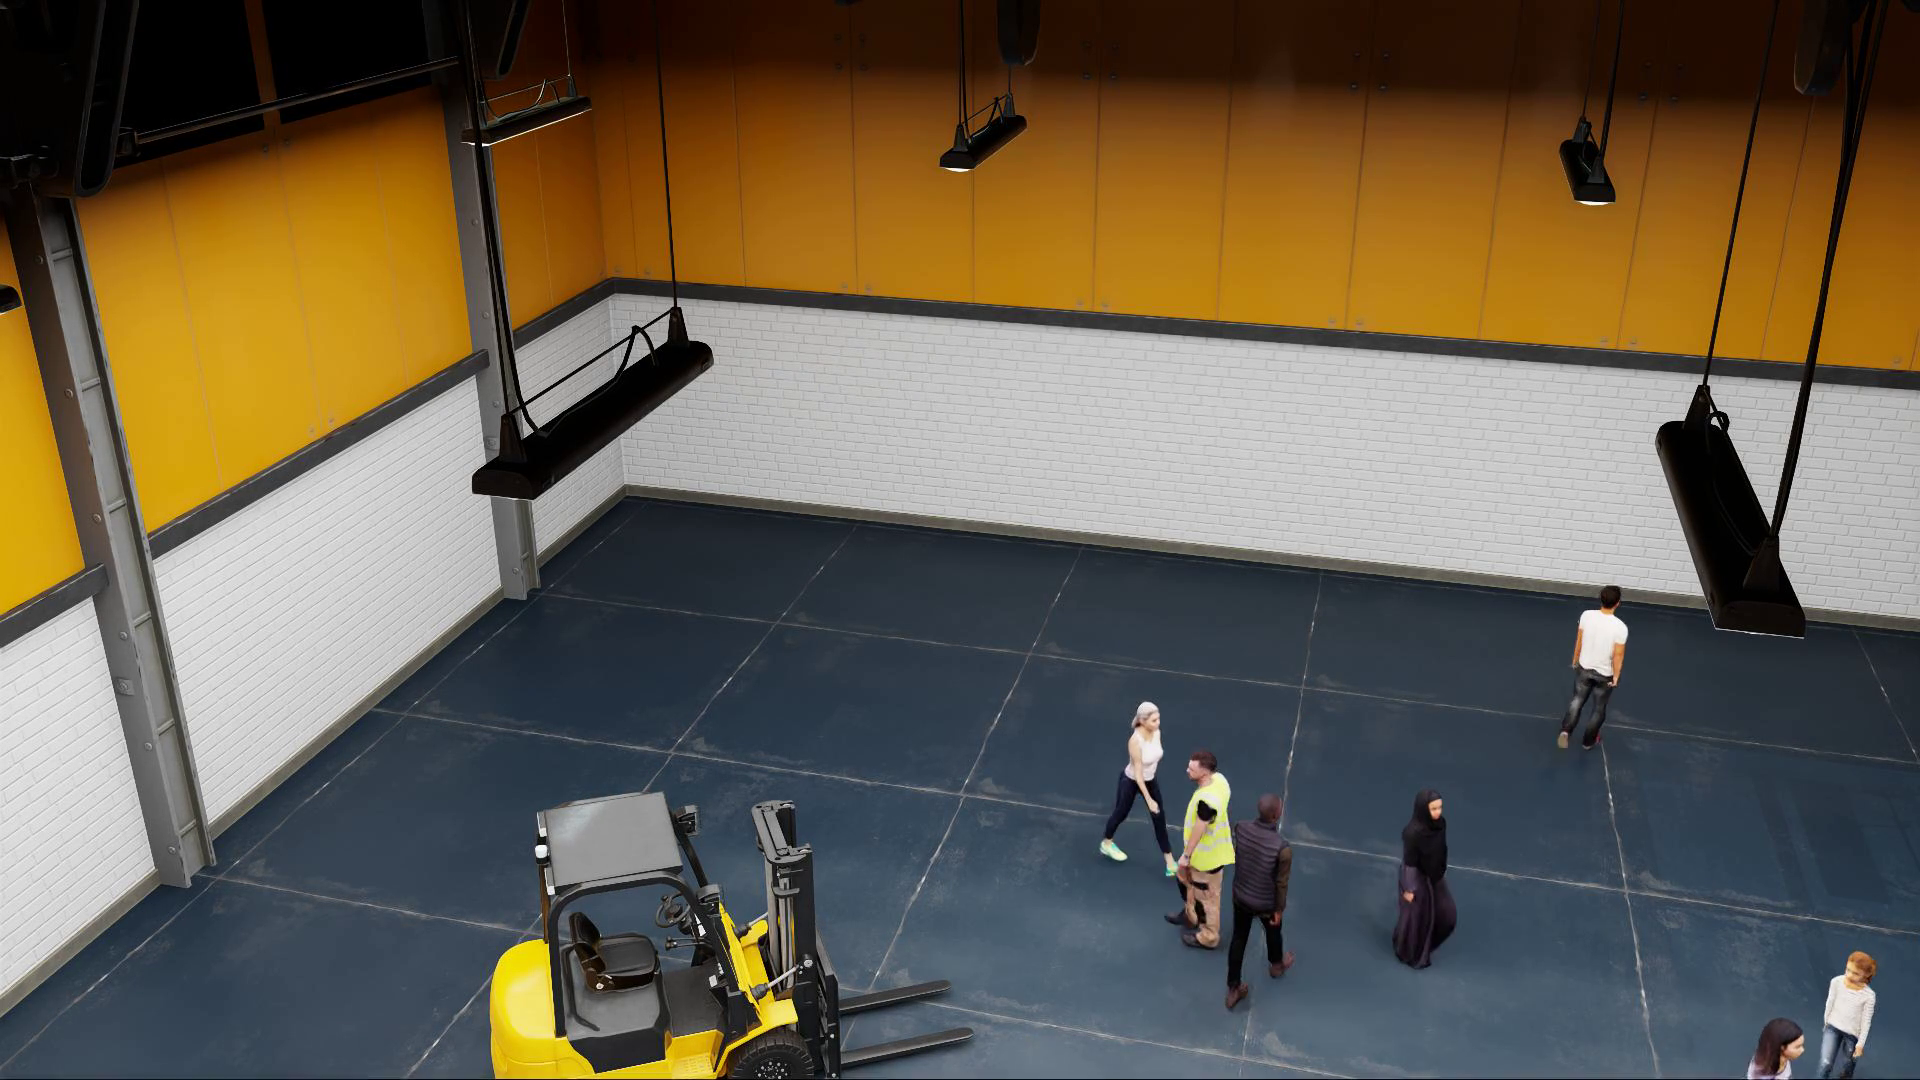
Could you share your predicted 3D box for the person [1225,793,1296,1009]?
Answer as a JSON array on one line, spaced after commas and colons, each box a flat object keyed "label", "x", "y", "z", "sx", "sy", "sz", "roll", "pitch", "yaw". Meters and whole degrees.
[{"label": "person", "x": 2.223, "y": 2.798, "z": 12.790, "sx": 0.974, "sy": 1.799, "sz": 1.159, "roll": 19, "pitch": 30, "yaw": 36}]

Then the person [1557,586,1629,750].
[{"label": "person", "x": 6.173, "y": 1.288, "z": 16.260, "sx": 0.887, "sy": 1.787, "sz": 1.031, "roll": 20, "pitch": 31, "yaw": 38}]

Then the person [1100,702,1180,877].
[{"label": "person", "x": 1.468, "y": 2.142, "z": 14.477, "sx": 1.013, "sy": 1.651, "sz": 1.157, "roll": 20, "pitch": 30, "yaw": 38}]

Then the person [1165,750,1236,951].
[{"label": "person", "x": 2.047, "y": 2.516, "z": 13.405, "sx": 0.738, "sy": 1.824, "sz": 0.724, "roll": 7, "pitch": 25, "yaw": 16}]

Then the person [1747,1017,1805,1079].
[{"label": "person", "x": 5.050, "y": 3.747, "z": 10.717, "sx": 0.709, "sy": 1.721, "sz": 0.779, "roll": -21, "pitch": 31, "yaw": -39}]

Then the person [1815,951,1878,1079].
[{"label": "person", "x": 6.349, "y": 3.483, "z": 11.852, "sx": 0.957, "sy": 1.295, "sz": 0.785, "roll": -20, "pitch": 31, "yaw": -38}]

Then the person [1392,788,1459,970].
[{"label": "person", "x": 3.657, "y": 2.664, "z": 13.337, "sx": 0.807, "sy": 1.607, "sz": 0.866, "roll": -14, "pitch": 27, "yaw": -29}]
